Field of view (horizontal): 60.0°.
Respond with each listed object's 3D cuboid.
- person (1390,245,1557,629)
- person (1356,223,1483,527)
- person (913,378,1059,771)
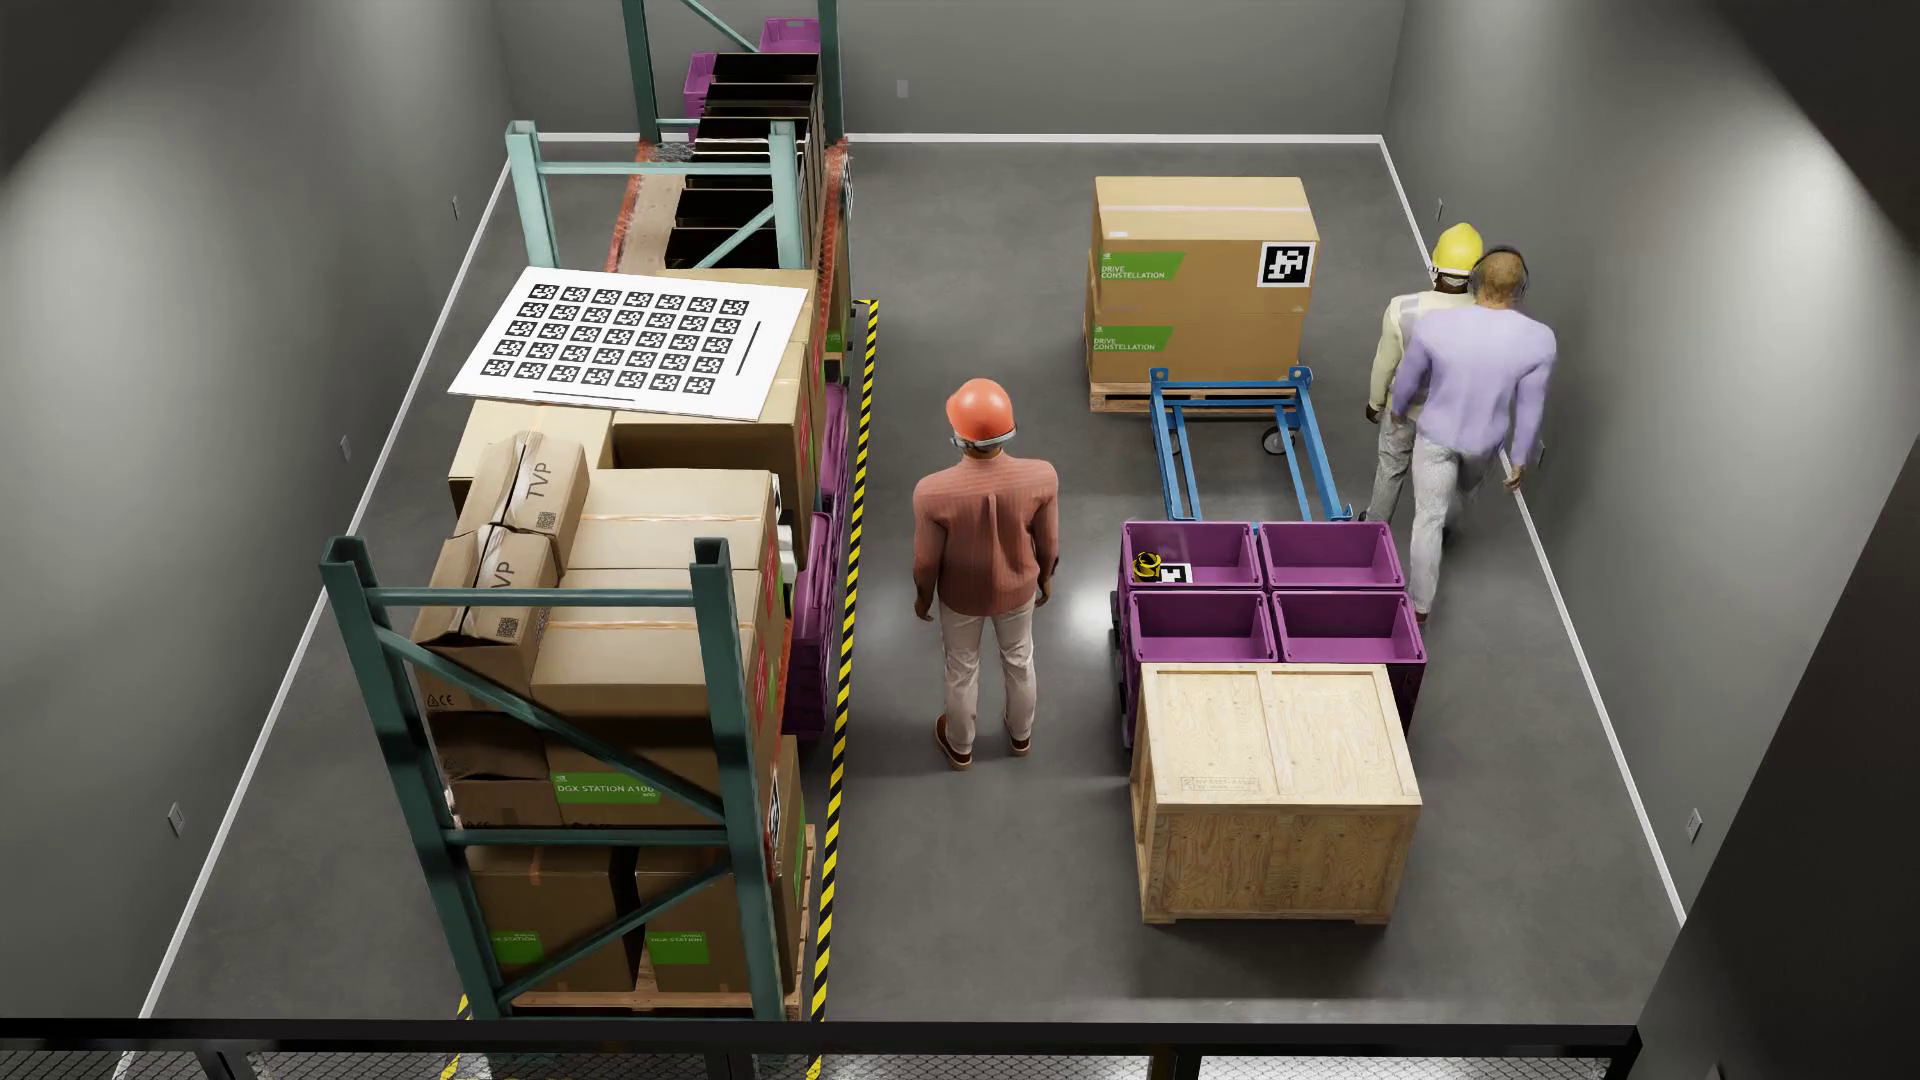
[{"bbox_3d":[2.330,-0.565,7.797,0.644,1.881,1.018,6,42,6],"label":"person"},{"bbox_3d":[2.245,-0.695,7.985,0.588,1.833,0.404,2,41,2],"label":"person"},{"bbox_3d":[0.102,0.172,6.873,0.610,1.997,0.369,-9,42,-10],"label":"person"}]
